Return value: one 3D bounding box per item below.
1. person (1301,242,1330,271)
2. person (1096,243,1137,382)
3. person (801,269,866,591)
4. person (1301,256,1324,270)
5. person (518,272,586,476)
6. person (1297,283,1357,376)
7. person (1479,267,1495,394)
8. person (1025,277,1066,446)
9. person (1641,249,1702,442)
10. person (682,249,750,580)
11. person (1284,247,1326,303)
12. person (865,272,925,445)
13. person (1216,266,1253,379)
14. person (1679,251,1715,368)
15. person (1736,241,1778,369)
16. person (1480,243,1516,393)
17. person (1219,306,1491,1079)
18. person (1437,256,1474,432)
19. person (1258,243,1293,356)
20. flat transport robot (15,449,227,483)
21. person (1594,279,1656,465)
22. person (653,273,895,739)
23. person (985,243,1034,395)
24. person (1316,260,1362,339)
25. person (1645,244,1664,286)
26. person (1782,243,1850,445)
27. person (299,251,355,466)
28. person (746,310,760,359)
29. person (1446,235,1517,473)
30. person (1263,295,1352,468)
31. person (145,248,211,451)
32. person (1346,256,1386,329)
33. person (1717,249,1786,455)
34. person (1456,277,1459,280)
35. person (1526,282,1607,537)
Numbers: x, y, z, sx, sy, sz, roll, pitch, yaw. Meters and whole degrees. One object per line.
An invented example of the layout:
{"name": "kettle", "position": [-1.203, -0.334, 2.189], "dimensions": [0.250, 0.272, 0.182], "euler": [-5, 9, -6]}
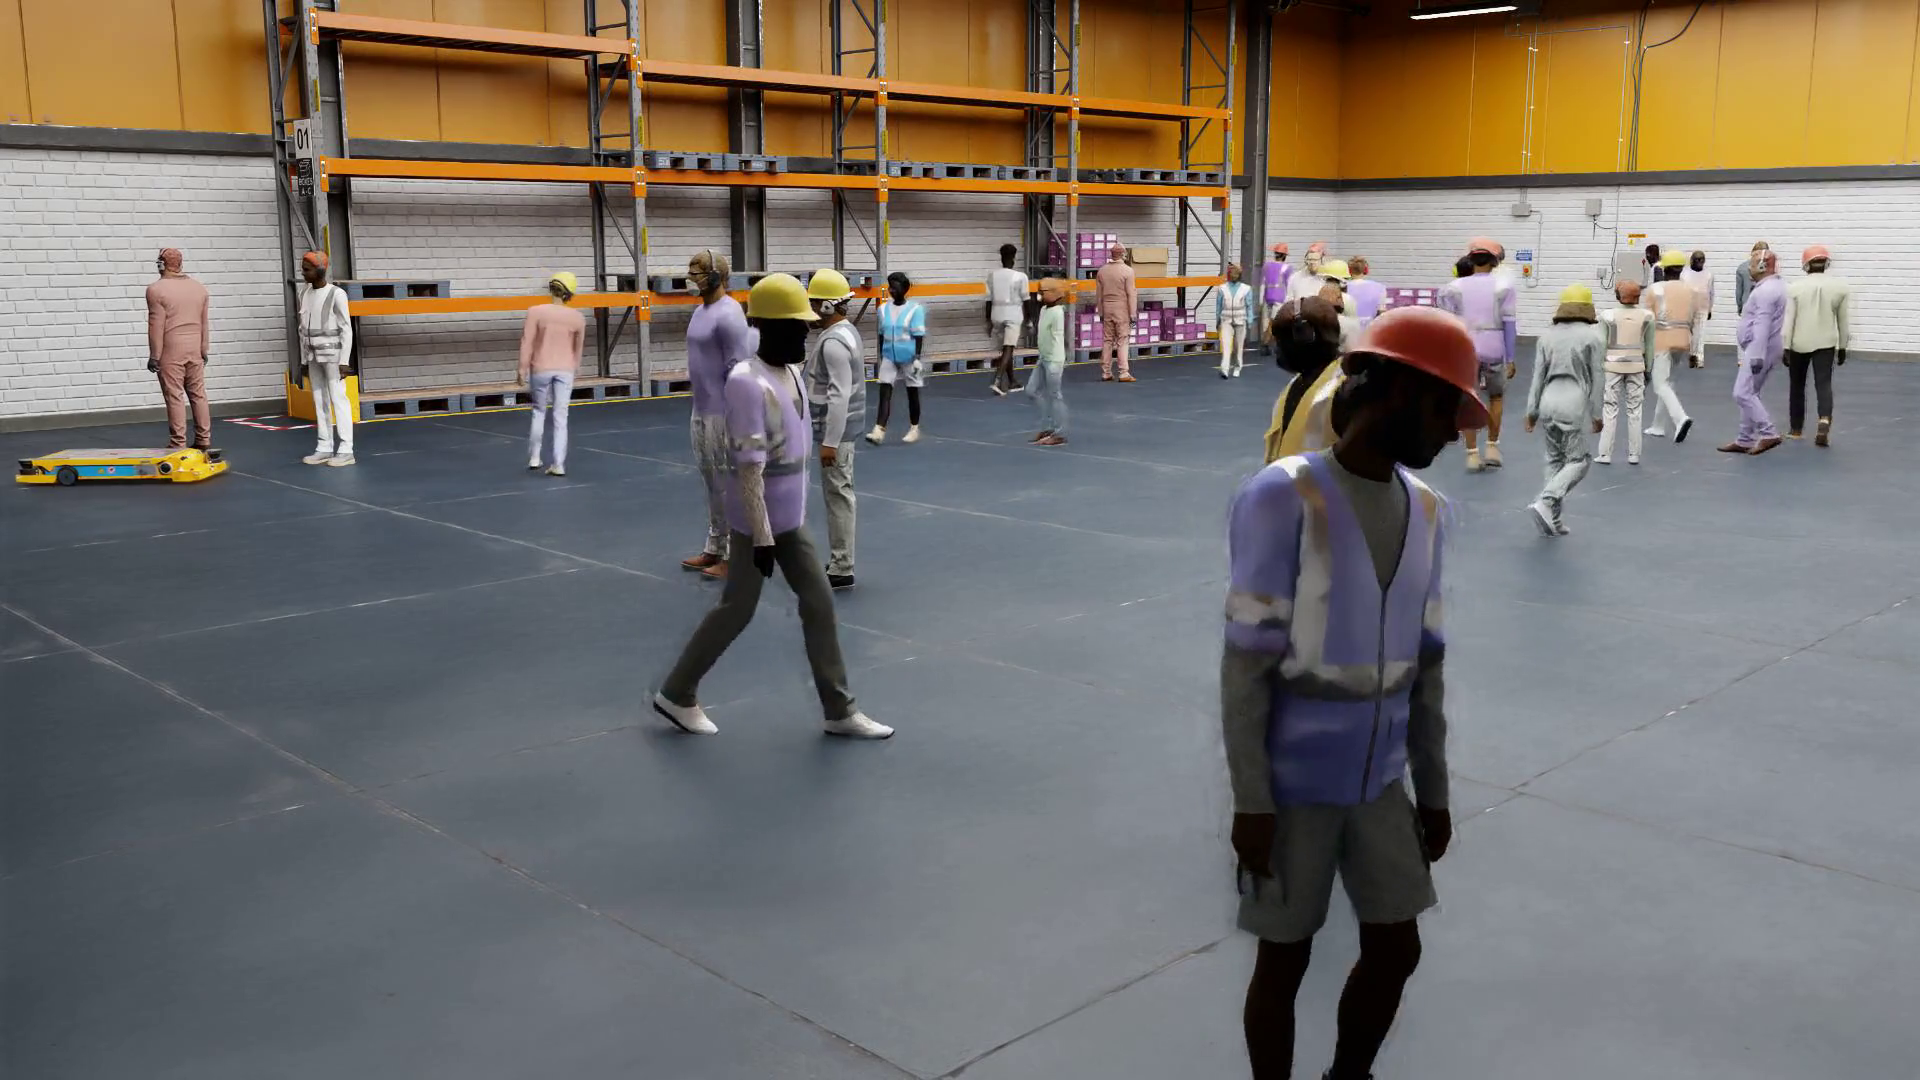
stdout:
{"name": "person", "position": [5.739, -3.817, 26.718], "dimensions": [0.574, 1.897, 0.885], "euler": [1, 10, 7]}
{"name": "person", "position": [2.196, -3.135, 22.997], "dimensions": [0.652, 1.908, 0.408], "euler": [10, 14, 43]}
{"name": "person", "position": [-0.737, -0.622, 9.505], "dimensions": [0.404, 1.832, 0.600], "euler": [0, 10, -1]}
{"name": "person", "position": [5.909, -3.970, 27.813], "dimensions": [0.538, 1.821, 0.982], "euler": [1, 10, 7]}
{"name": "person", "position": [-3.461, -1.409, 14.135], "dimensions": [0.599, 1.712, 0.605], "euler": [-4, 11, -20]}
{"name": "person", "position": [3.063, -1.323, 13.905], "dimensions": [0.507, 1.628, 0.278], "euler": [6, 12, 30]}
{"name": "person", "position": [6.611, -2.716, 20.918], "dimensions": [0.515, 1.837, 0.800], "euler": [-2, 11, -12]}
{"name": "person", "position": [0.813, -1.703, 15.957], "dimensions": [0.469, 1.614, 0.536], "euler": [-3, 11, -16]}
{"name": "person", "position": [7.066, -1.928, 16.470], "dimensions": [0.581, 1.896, 0.869], "euler": [-2, 11, -11]}
{"name": "person", "position": [-1.445, -0.738, 9.843], "dimensions": [0.359, 1.938, 0.635], "euler": [-6, 12, -28]}
{"name": "person", "position": [4.073, -2.462, 19.438], "dimensions": [0.648, 1.876, 0.845], "euler": [6, 12, 31]}
{"name": "person", "position": [-0.620, -1.724, 15.949], "dimensions": [0.557, 1.656, 0.819], "euler": [5, 12, 26]}
{"name": "person", "position": [3.879, -3.082, 23.558], "dimensions": [0.534, 1.592, 0.885], "euler": [3, 11, 16]}
{"name": "person", "position": [11.332, -3.577, 25.763], "dimensions": [0.647, 1.790, 1.001], "euler": [1, 10, 8]}
{"name": "person", "position": [11.967, -3.515, 25.001], "dimensions": [0.373, 1.937, 0.630], "euler": [-8, 13, -39]}
{"name": "person", "position": [6.886, -2.861, 21.485], "dimensions": [0.627, 1.913, 0.677], "euler": [8, 13, 36]}
{"name": "person", "position": [0.745, 0.482, 3.377], "dimensions": [0.587, 1.889, 0.363], "euler": [-5, 12, -27]}
{"name": "person", "position": [5.024, -1.949, 16.792], "dimensions": [0.538, 1.828, 0.970], "euler": [2, 11, 13]}
{"name": "person", "position": [5.378, -4.061, 28.130], "dimensions": [0.540, 1.869, 1.038], "euler": [10, 14, 43]}
{"name": "flat transport robot", "position": [-6.923, -0.621, 13.757], "dimensions": [1.431, 0.197, 0.652], "euler": [-1, 10, -5]}
{"name": "person", "position": [5.855, -1.476, 14.693], "dimensions": [0.525, 1.636, 0.307], "euler": [1, 10, 5]}
{"name": "person", "position": [-0.802, -0.119, 6.643], "dimensions": [0.980, 1.885, 0.603], "euler": [3, 11, 17]}
{"name": "person", "position": [0.590, -2.817, 21.235], "dimensions": [0.610, 1.927, 0.985], "euler": [7, 12, 33]}
{"name": "person", "position": [3.613, -1.779, 15.976], "dimensions": [0.947, 1.786, 0.589], "euler": [-5, 11, -25]}
{"name": "person", "position": [11.581, -3.996, 27.817], "dimensions": [0.960, 1.856, 0.712], "euler": [5, 11, 23]}
{"name": "person", "position": [8.363, -1.915, 16.247], "dimensions": [0.626, 1.957, 0.963], "euler": [3, 11, 13]}
{"name": "person", "position": [-5.585, -1.588, 14.632], "dimensions": [0.581, 1.882, 0.339], "euler": [6, 12, 30]}
{"name": "person", "position": [-1.409, -1.003, 12.116], "dimensions": [0.286, 1.636, 0.499], "euler": [4, 11, 22]}
{"name": "person", "position": [4.483, -1.593, 14.301], "dimensions": [0.632, 2.009, 0.679], "euler": [6, 12, 28]}
{"name": "person", "position": [1.323, 0.032, 6.026], "dimensions": [0.432, 1.808, 0.716], "euler": [-3, 11, -15]}
{"name": "person", "position": [-7.257, -1.741, 15.403], "dimensions": [0.408, 1.906, 0.654], "euler": [5, 11, 23]}
{"name": "person", "position": [4.107, -2.026, 17.232], "dimensions": [0.590, 1.800, 0.884], "euler": [1, 10, 5]}
{"name": "person", "position": [7.308, -1.716, 15.297], "dimensions": [0.448, 1.899, 0.706], "euler": [5, 12, 28]}
{"name": "person", "position": [7.572, -3.351, 24.500], "dimensions": [0.633, 1.803, 0.951], "euler": [-6, 12, -31]}
{"name": "person", "position": [3.992, -0.849, 11.058], "dimensions": [0.620, 1.709, 0.494], "euler": [-8, 13, -37]}
